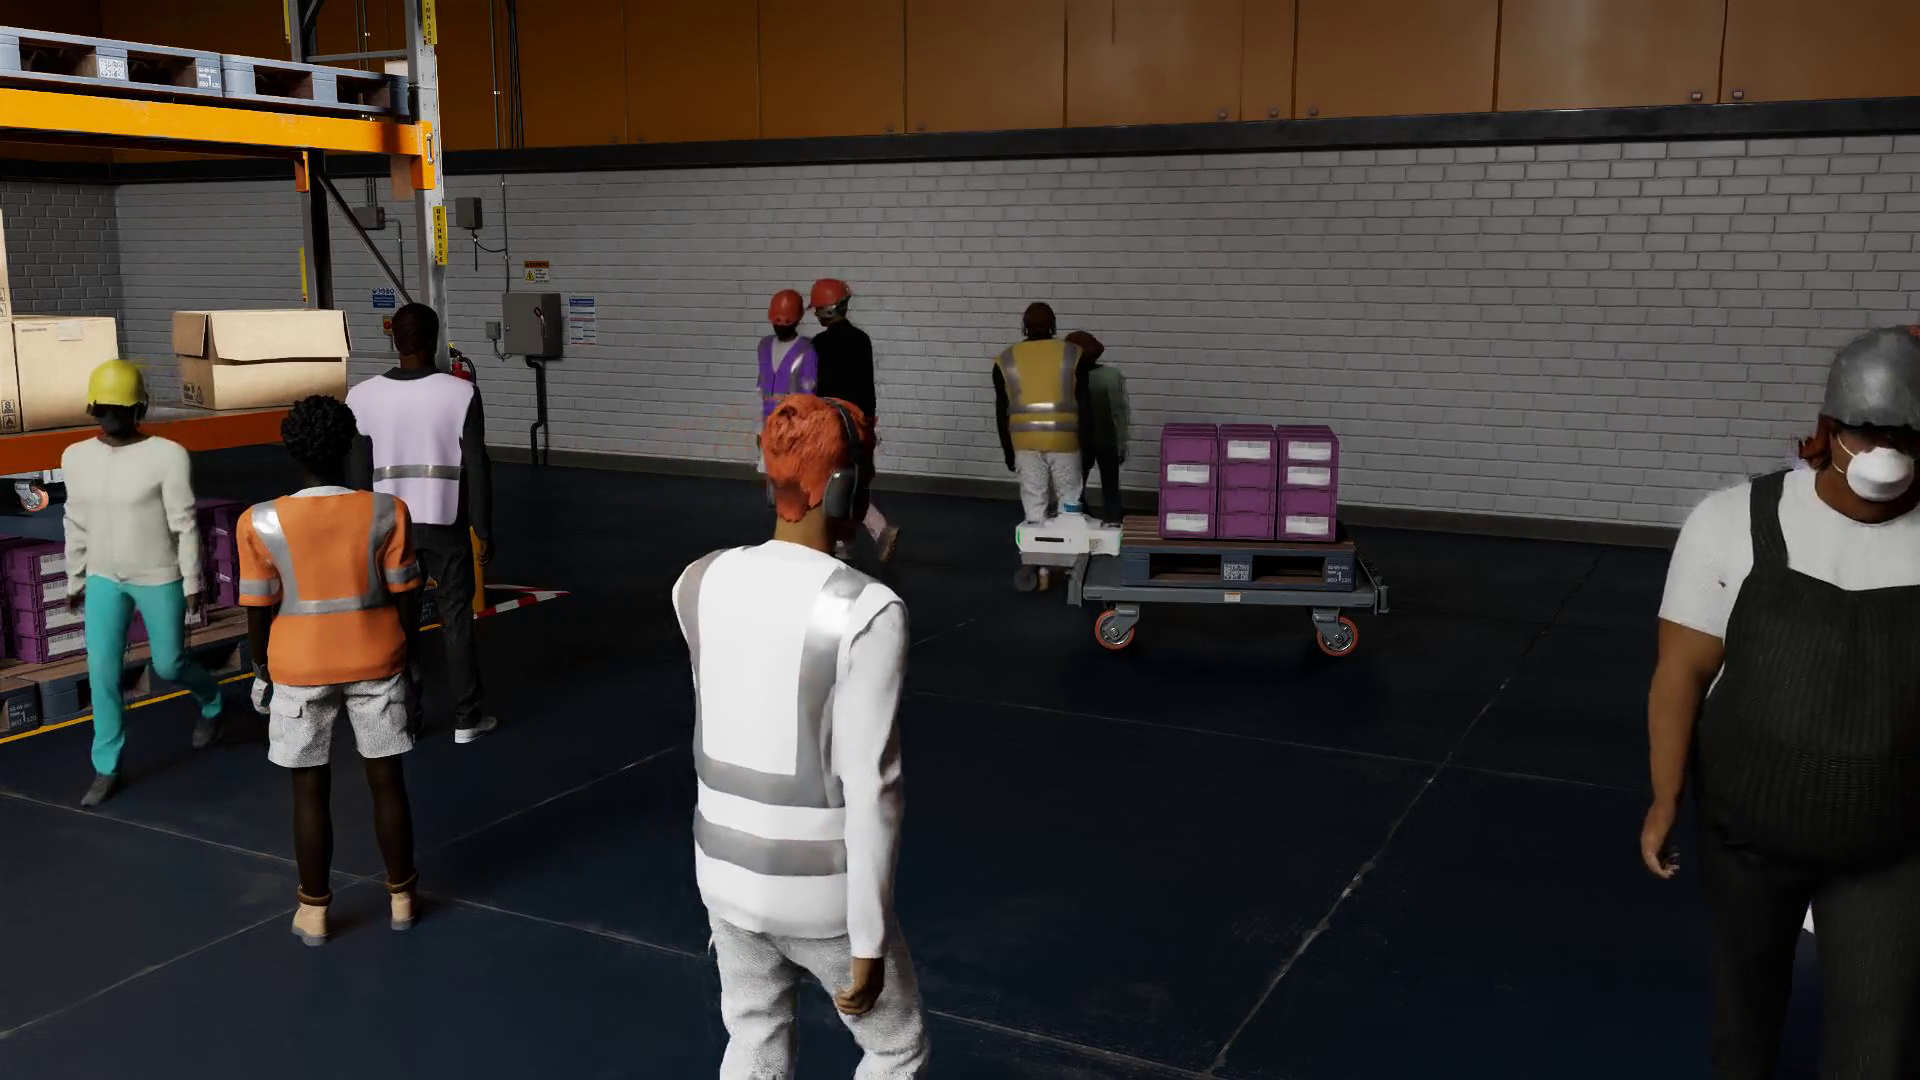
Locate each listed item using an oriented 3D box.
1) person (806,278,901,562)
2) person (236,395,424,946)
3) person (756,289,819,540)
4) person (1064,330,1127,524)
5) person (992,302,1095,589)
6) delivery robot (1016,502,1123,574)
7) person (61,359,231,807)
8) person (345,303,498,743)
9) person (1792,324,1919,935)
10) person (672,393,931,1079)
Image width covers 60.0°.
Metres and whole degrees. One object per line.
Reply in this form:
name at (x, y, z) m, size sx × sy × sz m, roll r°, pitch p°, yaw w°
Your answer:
person at (-0.729, -0.790, 11.294) m, size 0.785 × 1.962 × 0.638 m, roll 5°, pitch 11°, yaw 28°
person at (-1.922, 0.403, 5.134) m, size 0.531 × 1.697 × 0.320 m, roll -5°, pitch 11°, yaw -24°
person at (-1.144, -0.760, 11.298) m, size 0.598 × 1.889 × 0.590 m, roll 7°, pitch 12°, yaw 36°
person at (0.928, -0.627, 11.375) m, size 0.545 × 1.599 × 0.427 m, roll 6°, pitch 12°, yaw 33°
person at (0.537, -0.596, 10.609) m, size 0.664 × 1.810 × 0.530 m, roll 1°, pitch 10°, yaw 6°
delivery robot at (0.714, 0.005, 10.472) m, size 0.707 × 0.478 × 0.477 m, roll 3°, pitch 10°, yaw 14°
person at (-3.249, 0.129, 6.638) m, size 0.556 × 1.734 × 0.728 m, roll 0°, pitch 10°, yaw 2°
person at (-2.310, -0.058, 7.179) m, size 0.587 × 1.914 × 0.392 m, roll 0°, pitch 10°, yaw -2°
person at (2.852, 0.285, 5.214) m, size 0.643 × 1.910 × 0.400 m, roll -7°, pitch 12°, yaw -37°
person at (-0.298, 0.654, 3.181) m, size 0.572 × 1.866 × 0.449 m, roll 6°, pitch 12°, yaw 33°
